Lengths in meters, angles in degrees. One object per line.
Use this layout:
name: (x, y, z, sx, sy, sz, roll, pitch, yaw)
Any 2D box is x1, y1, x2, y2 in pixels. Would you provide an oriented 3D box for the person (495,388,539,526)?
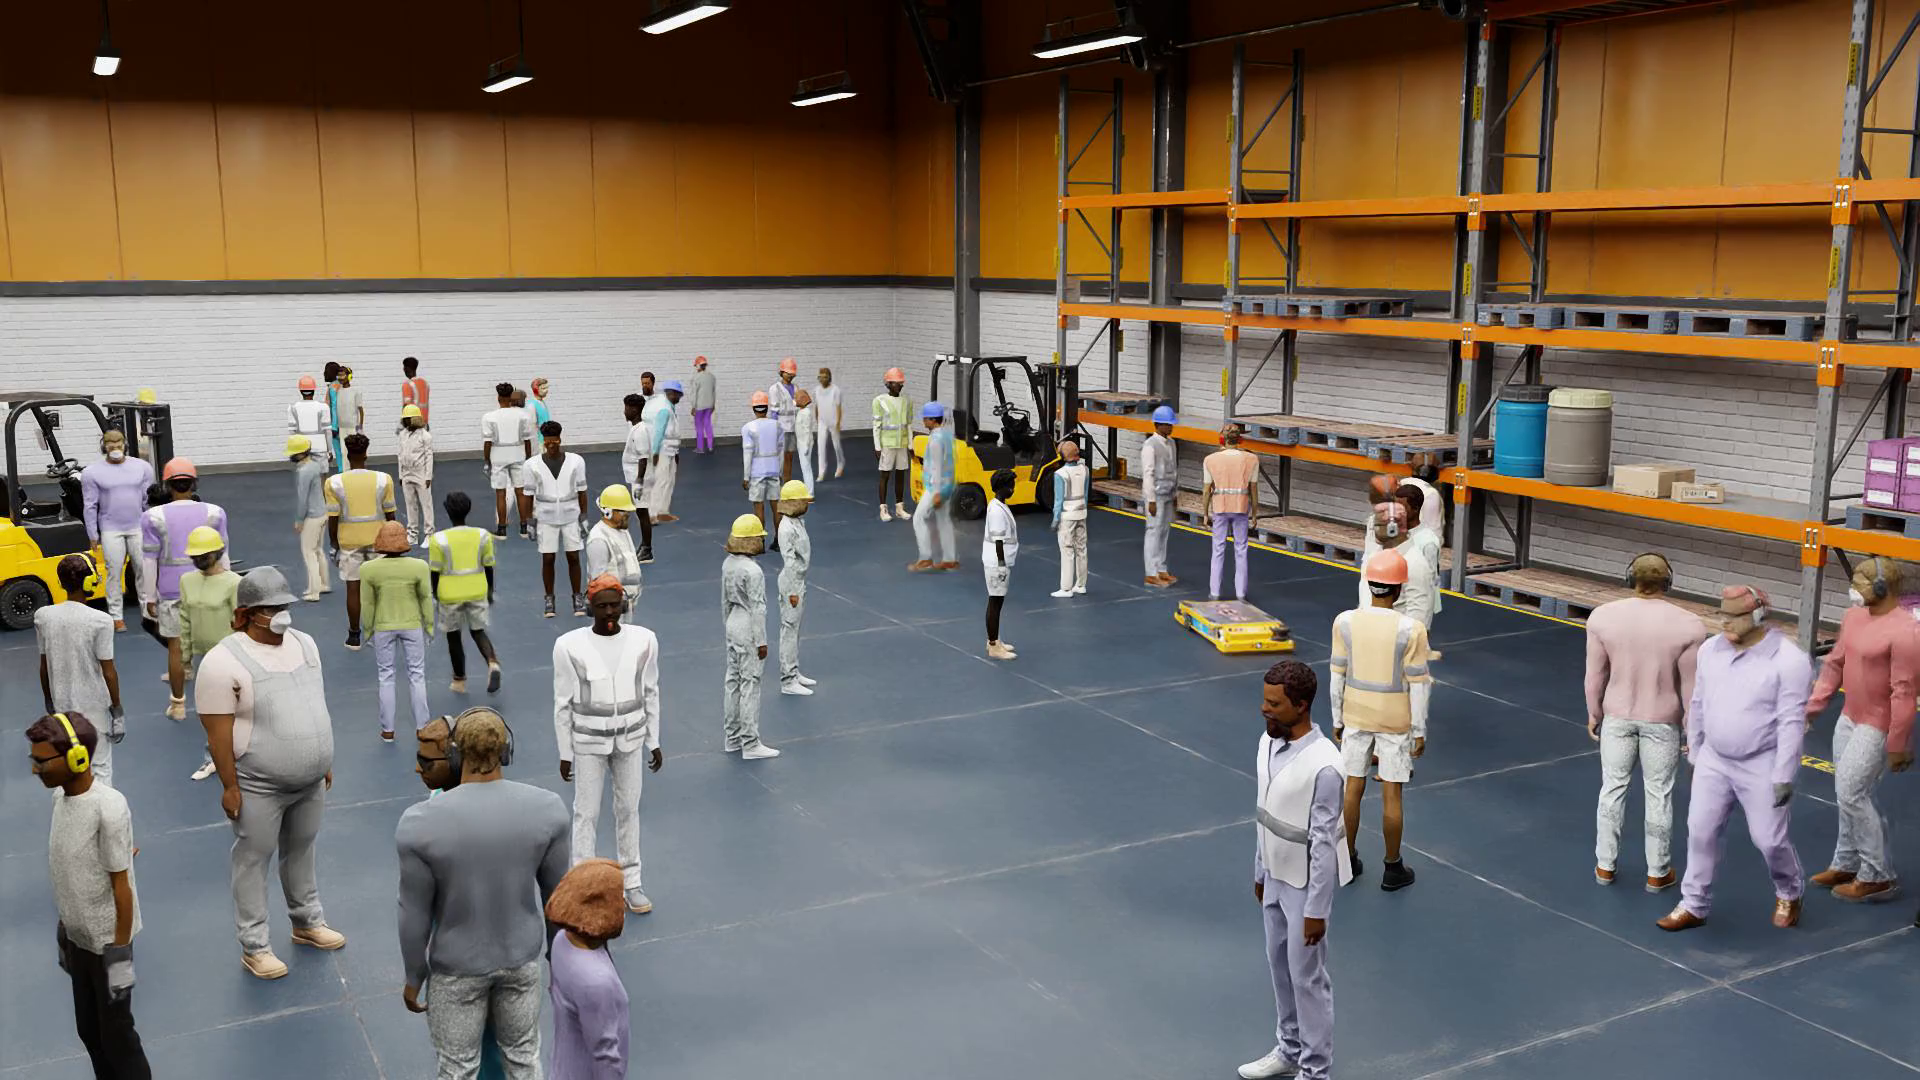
person: (-5.869, -1.091, 21.892, 0.651, 1.795, 0.922, 5, 11, 26)

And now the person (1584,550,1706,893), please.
person: (3.826, 1.014, 9.331, 0.634, 1.939, 0.361, 6, 11, 29)

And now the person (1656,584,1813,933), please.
person: (4.113, 1.146, 8.734, 0.778, 1.877, 0.665, -6, 12, -33)

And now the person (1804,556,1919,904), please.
person: (4.976, 1.041, 9.222, 0.533, 1.924, 0.635, 1, 10, 3)

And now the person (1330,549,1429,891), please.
person: (2.360, 1.007, 9.362, 0.551, 1.937, 0.357, 6, 11, 30)

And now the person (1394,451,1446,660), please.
person: (4.047, 0.133, 14.677, 0.430, 1.840, 0.626, -3, 10, -17)

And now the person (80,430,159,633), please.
person: (-7.909, -0.086, 15.700, 0.633, 1.928, 0.381, -8, 13, -38)

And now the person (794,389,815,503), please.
person: (-2.233, -1.340, 23.779, 0.278, 1.627, 0.505, -3, 10, -16)

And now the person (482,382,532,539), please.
person: (-5.650, -0.989, 20.770, 0.617, 1.964, 0.361, -5, 11, -27)

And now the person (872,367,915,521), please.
person: (-0.871, -1.275, 22.185, 0.607, 2.048, 0.367, -6, 12, -33)

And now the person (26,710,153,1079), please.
person: (-3.346, 1.562, 6.418, 0.528, 1.857, 0.333, 8, 12, 37)

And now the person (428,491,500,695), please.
person: (-3.954, 0.452, 13.315, 0.536, 1.677, 0.579, -7, 12, -36)

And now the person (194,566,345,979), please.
person: (-3.393, 1.135, 8.328, 0.537, 2.000, 0.682, 5, 11, 25)

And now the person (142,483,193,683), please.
person: (-6.539, 0.371, 13.732, 0.367, 1.683, 0.556, 1, 10, 3)

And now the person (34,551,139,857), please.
person: (-5.100, 0.993, 9.682, 0.510, 1.861, 0.324, 1, 10, 8)

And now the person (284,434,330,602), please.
person: (-6.695, -0.239, 17.127, 0.387, 1.729, 0.542, -2, 10, -9)

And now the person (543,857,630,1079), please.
person: (-1.202, 1.835, 5.473, 0.283, 1.631, 0.498, -5, 11, -26)

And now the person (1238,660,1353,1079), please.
person: (1.420, 1.435, 6.996, 0.392, 1.911, 0.583, -3, 10, -17)

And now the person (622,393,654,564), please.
person: (-3.709, -0.712, 19.185, 0.361, 1.962, 0.613, -2, 10, -12)

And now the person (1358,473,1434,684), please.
person: (3.385, 0.398, 13.072, 0.755, 1.864, 0.602, 9, 13, 43)

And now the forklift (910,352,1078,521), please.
forklift: (0.460, -1.461, 22.833, 2.313, 2.155, 1.214, -5, 11, -28)

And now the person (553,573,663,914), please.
person: (-1.885, 1.106, 8.954, 0.574, 1.882, 0.358, -5, 11, -26)

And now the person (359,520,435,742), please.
person: (-4.114, 0.665, 12.194, 0.507, 1.636, 0.274, -2, 10, -14)

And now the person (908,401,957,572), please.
person: (-0.341, -0.583, 18.560, 0.682, 1.923, 0.630, 2, 10, 11)

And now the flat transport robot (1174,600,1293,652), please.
flat transport robot: (2.527, 0.777, 15.477, 0.652, 0.197, 1.431, -2, 10, -11)

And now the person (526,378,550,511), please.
person: (-5.847, -1.321, 23.027, 0.373, 1.843, 0.572, 0, 10, -1)

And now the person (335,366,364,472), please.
person: (-9.224, -1.688, 25.069, 0.514, 1.873, 0.329, 3, 10, 17)

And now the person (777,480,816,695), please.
person: (-1.335, 0.378, 13.540, 0.289, 1.746, 0.487, 0, 10, 1)

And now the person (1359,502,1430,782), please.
person: (2.911, 0.686, 11.319, 0.399, 1.903, 0.643, -2, 10, -10)

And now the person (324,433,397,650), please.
person: (-5.389, 0.012, 15.007, 0.607, 1.966, 0.367, -5, 11, -27)

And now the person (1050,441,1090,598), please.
person: (1.146, -0.214, 17.254, 0.311, 1.639, 0.512, 9, 14, 43)

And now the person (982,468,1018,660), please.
person: (0.354, 0.205, 14.684, 0.319, 1.693, 0.532, 0, 10, 0)

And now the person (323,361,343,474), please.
person: (-9.474, -1.756, 25.316, 0.384, 1.921, 0.596, -2, 10, -12)

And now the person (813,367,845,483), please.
person: (-2.043, -1.831, 26.103, 0.499, 1.809, 0.890, 3, 10, 16)

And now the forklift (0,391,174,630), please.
forklift: (-9.026, -0.363, 16.508, 1.214, 2.155, 2.313, 6, 11, 29)

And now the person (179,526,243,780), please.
person: (-5.037, 0.771, 11.240, 0.522, 1.760, 0.332, 3, 10, 15)

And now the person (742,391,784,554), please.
person: (-2.349, -0.799, 19.778, 0.544, 1.933, 0.376, -7, 12, -34)

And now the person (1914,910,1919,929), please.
person: (5.302, 1.141, 8.639, 0.384, 1.925, 0.550, -8, 13, -39)

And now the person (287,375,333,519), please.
person: (-8.651, -1.224, 22.196, 0.546, 1.942, 0.353, -2, 10, -13)

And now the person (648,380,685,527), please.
person: (-3.878, -1.136, 21.824, 0.496, 1.895, 0.751, 1, 10, 4)

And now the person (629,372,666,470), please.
person: (-4.331, -1.397, 23.256, 0.593, 1.920, 0.392, 1, 10, 8)

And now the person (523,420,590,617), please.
person: (-3.955, -0.211, 16.333, 0.621, 1.952, 0.384, -3, 10, -17)

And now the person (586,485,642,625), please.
person: (-2.648, 0.473, 12.793, 0.403, 1.817, 0.601, 1, 10, 6)

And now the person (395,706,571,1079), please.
person: (-1.750, 1.567, 6.184, 0.636, 1.928, 0.386, -6, 11, -29)

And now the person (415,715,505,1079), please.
person: (-1.901, 1.565, 6.419, 0.326, 1.843, 0.516, -9, 13, -42)

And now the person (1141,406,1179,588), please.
person: (2.152, -0.470, 17.848, 0.406, 1.945, 0.611, 6, 12, 32)

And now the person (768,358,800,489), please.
person: (-2.505, -1.618, 24.186, 0.395, 2.039, 0.607, 7, 12, 33)

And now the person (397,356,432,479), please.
person: (-8.483, -1.877, 25.890, 0.361, 1.963, 0.637, 2, 10, 12)

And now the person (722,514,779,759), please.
person: (-1.503, 0.677, 11.823, 0.307, 1.743, 0.494, -7, 12, -35)

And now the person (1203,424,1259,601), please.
person: (2.757, -0.264, 16.981, 0.560, 1.836, 0.394, 1, 10, 6)

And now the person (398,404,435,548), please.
person: (-6.611, -0.775, 20.179, 0.486, 1.744, 0.294, 4, 10, 20)

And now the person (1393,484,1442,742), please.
person: (3.301, 0.534, 12.173, 0.397, 1.912, 0.591, -2, 10, -11)

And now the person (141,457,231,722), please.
person: (-5.914, 0.377, 12.745, 0.611, 2.030, 0.410, -7, 12, -35)

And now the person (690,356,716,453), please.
person: (-4.568, -2.401, 29.544, 0.482, 1.741, 0.579, 8, 13, 39)
